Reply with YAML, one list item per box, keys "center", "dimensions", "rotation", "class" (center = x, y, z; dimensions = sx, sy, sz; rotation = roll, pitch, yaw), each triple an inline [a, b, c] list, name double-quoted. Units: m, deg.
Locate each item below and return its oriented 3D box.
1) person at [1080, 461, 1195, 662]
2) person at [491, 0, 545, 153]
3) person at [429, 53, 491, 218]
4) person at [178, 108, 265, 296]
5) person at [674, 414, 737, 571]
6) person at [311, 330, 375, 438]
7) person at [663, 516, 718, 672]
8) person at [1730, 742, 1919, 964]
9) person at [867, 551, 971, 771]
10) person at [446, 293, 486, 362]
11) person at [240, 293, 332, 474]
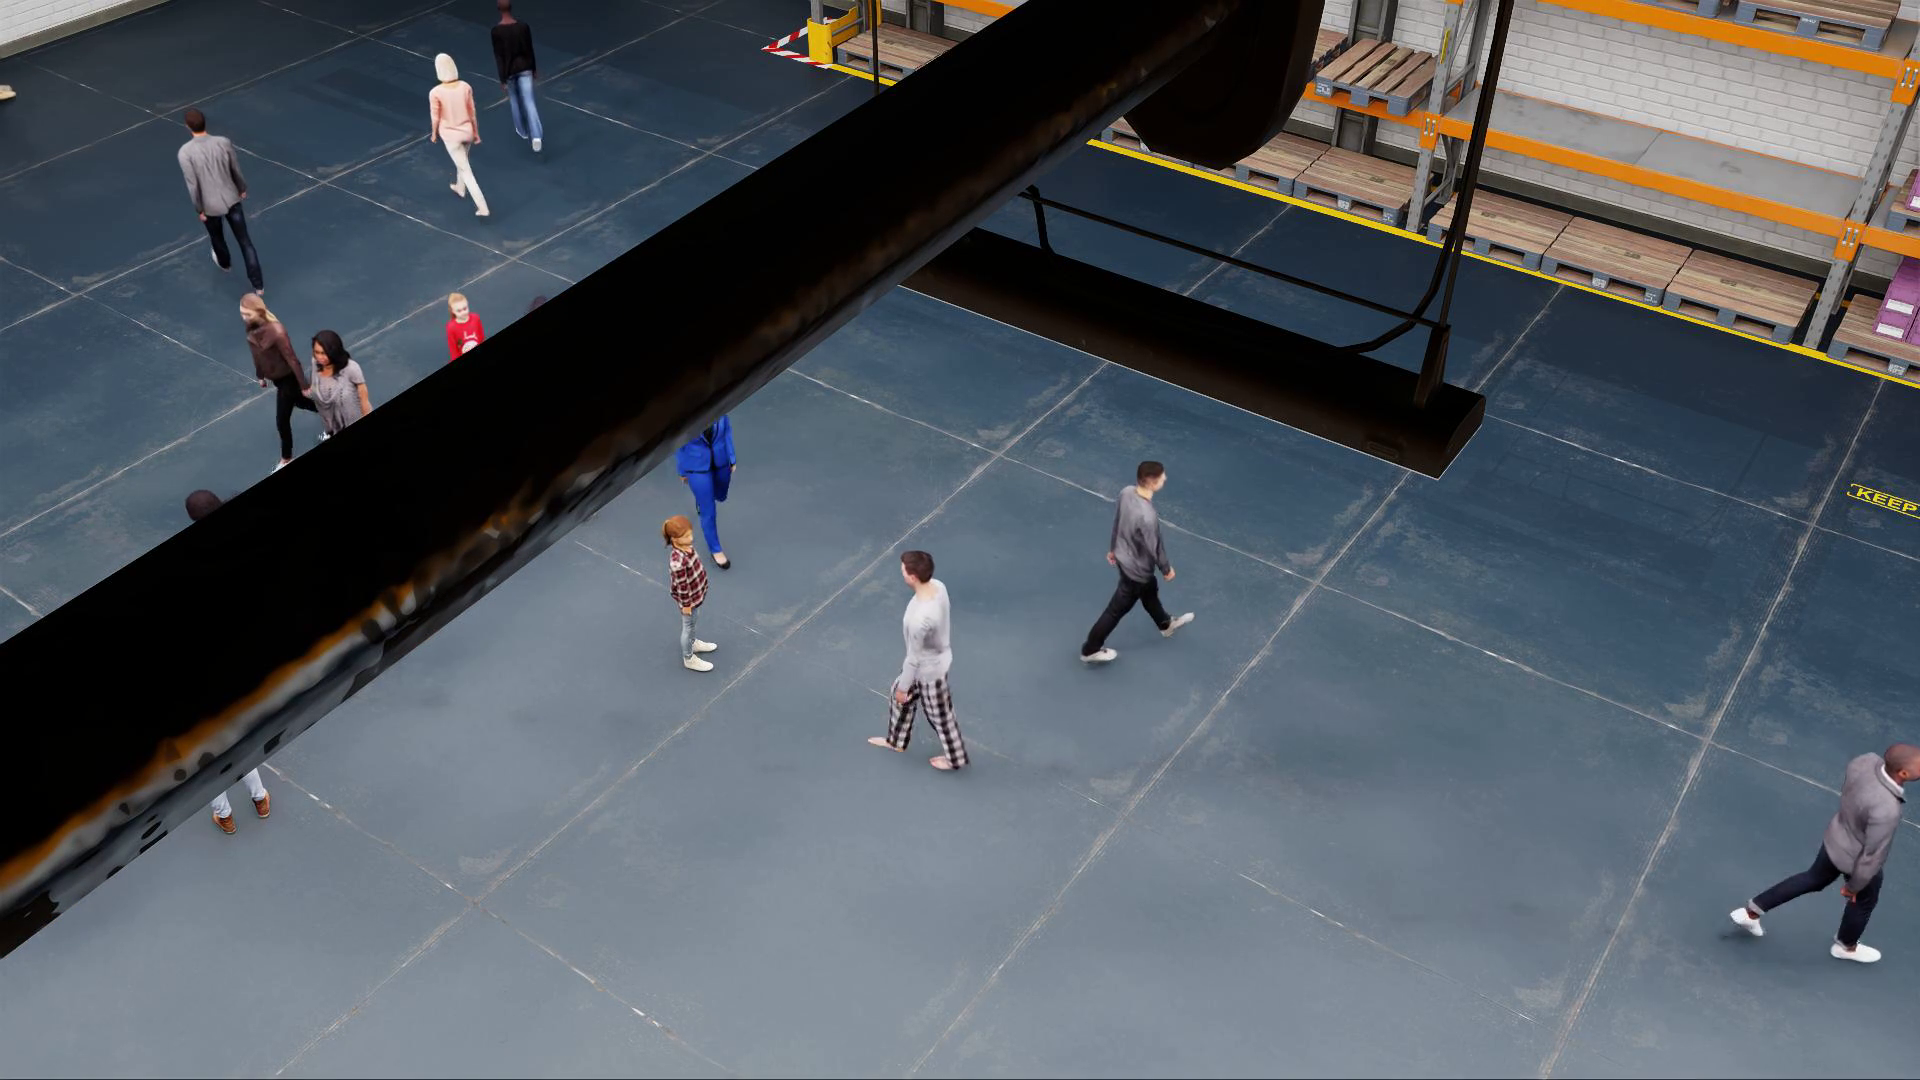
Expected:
- center: [1.157, 0.215, 11.789]
  dimensions: [1.141, 1.714, 1.140]
  rotation: [-11, 40, -14]
  class: "person"
- center: [-4.911, -5.169, 18.528]
  dimensions: [0.980, 1.719, 1.212]
  rotation: [-16, 41, -19]
  class: "person"
- center: [-5.186, -4.163, 17.298]
  dimensions: [0.777, 1.681, 1.207]
  rotation: [-29, 47, -32]
  class: "person"
- center: [-7.064, -3.198, 15.979]
  dimensions: [0.960, 1.819, 1.288]
  rotation: [-26, 45, -29]
  class: "person"
- center: [-1.992, -0.612, 12.854]
  dimensions: [0.889, 1.679, 1.109]
  rotation: [-18, 42, -21]
  class: "person"
- center: [-4.938, -1.020, 13.422]
  dimensions: [0.683, 1.608, 0.778]
  rotation: [12, 40, 15]
  class: "person"
- center: [-1.959, 0.360, 11.935]
  dimensions: [0.643, 1.306, 0.612]
  rotation: [1, 39, 1]
  class: "person"
- center: [5.129, 1.808, 9.731]
  dimensions: [1.243, 1.794, 1.066]
  rotation: [2, 39, 3]
  class: "person"
- center: [-0.103, 0.847, 10.916]
  dimensions: [1.085, 1.817, 0.911]
  rotation: [6, 39, 8]
  class: "person"
- center: [-4.264, -1.575, 14.391]
  dimensions: [0.616, 1.266, 0.828]
  rotation: [-30, 47, -32]
  class: "person"
- center: [-5.549, -1.361, 13.807]
  dimensions: [1.061, 1.659, 0.736]
  rotation: [23, 44, 26]
  class: "person"
